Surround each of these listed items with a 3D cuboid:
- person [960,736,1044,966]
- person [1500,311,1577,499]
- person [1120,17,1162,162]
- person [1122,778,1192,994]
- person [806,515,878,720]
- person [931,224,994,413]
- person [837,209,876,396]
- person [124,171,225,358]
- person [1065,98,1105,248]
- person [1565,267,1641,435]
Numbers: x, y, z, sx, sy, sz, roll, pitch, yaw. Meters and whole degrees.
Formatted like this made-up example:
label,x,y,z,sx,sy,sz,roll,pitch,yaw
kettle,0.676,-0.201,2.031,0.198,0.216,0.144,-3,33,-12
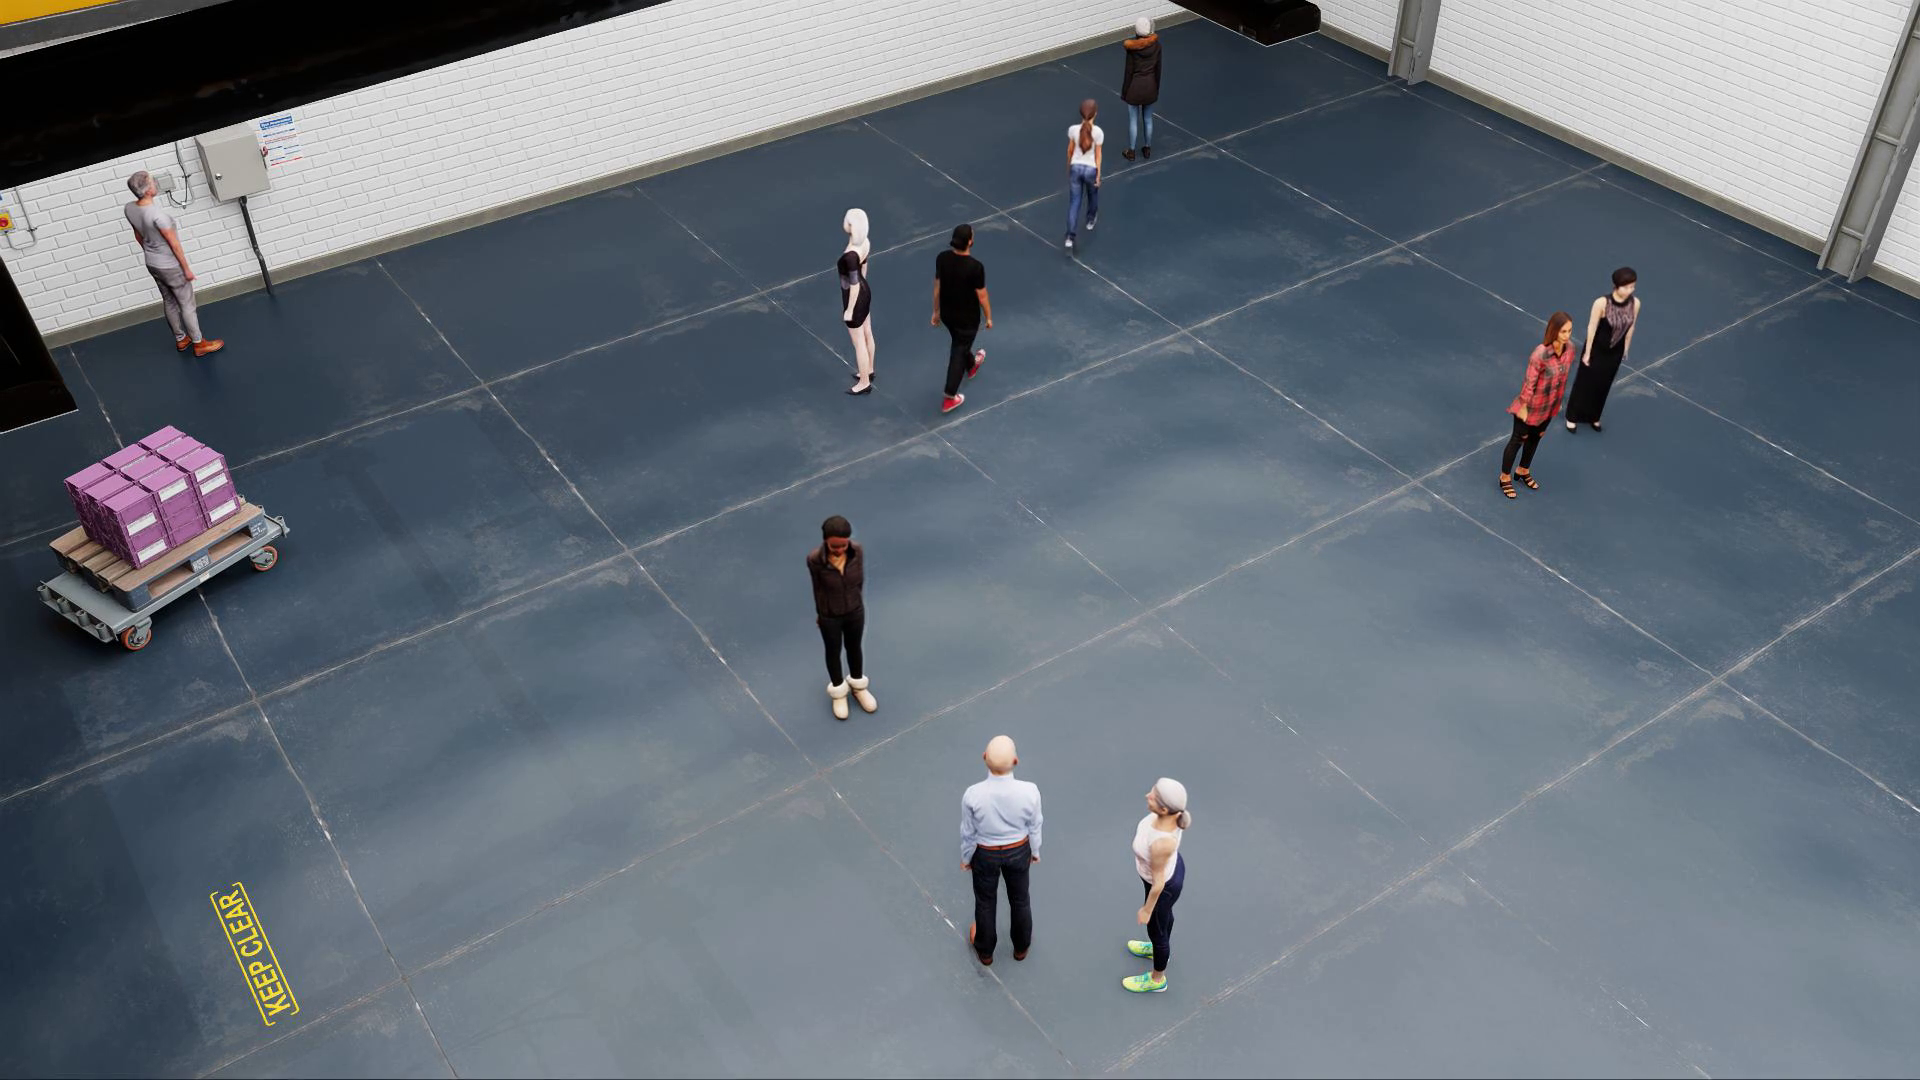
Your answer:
label,x,y,z,sx,sy,sz,roll,pitch,yaw
person,0.238,1.857,9.872,0.724,1.789,0.716,-4,39,-5
person,4.761,-1.131,13.682,0.635,1.703,0.592,-18,42,-21
person,2.032,-5.065,18.662,0.703,1.635,0.697,-11,40,-13
person,1.181,2.011,9.748,0.729,1.702,0.676,8,39,10
person,-0.849,0.487,11.689,0.675,1.662,0.608,-23,44,-26
person,-0.045,-1.920,14.659,1.131,1.717,0.986,22,44,25
person,-0.908,-2.128,14.829,0.696,1.829,0.649,9,39,11
person,-7.326,-2.543,15.346,0.678,1.832,0.829,18,42,21
person,1.250,-3.744,17.096,1.054,1.524,1.039,10,40,13
person,5.574,-1.657,14.420,0.655,1.603,0.659,-4,39,-5
